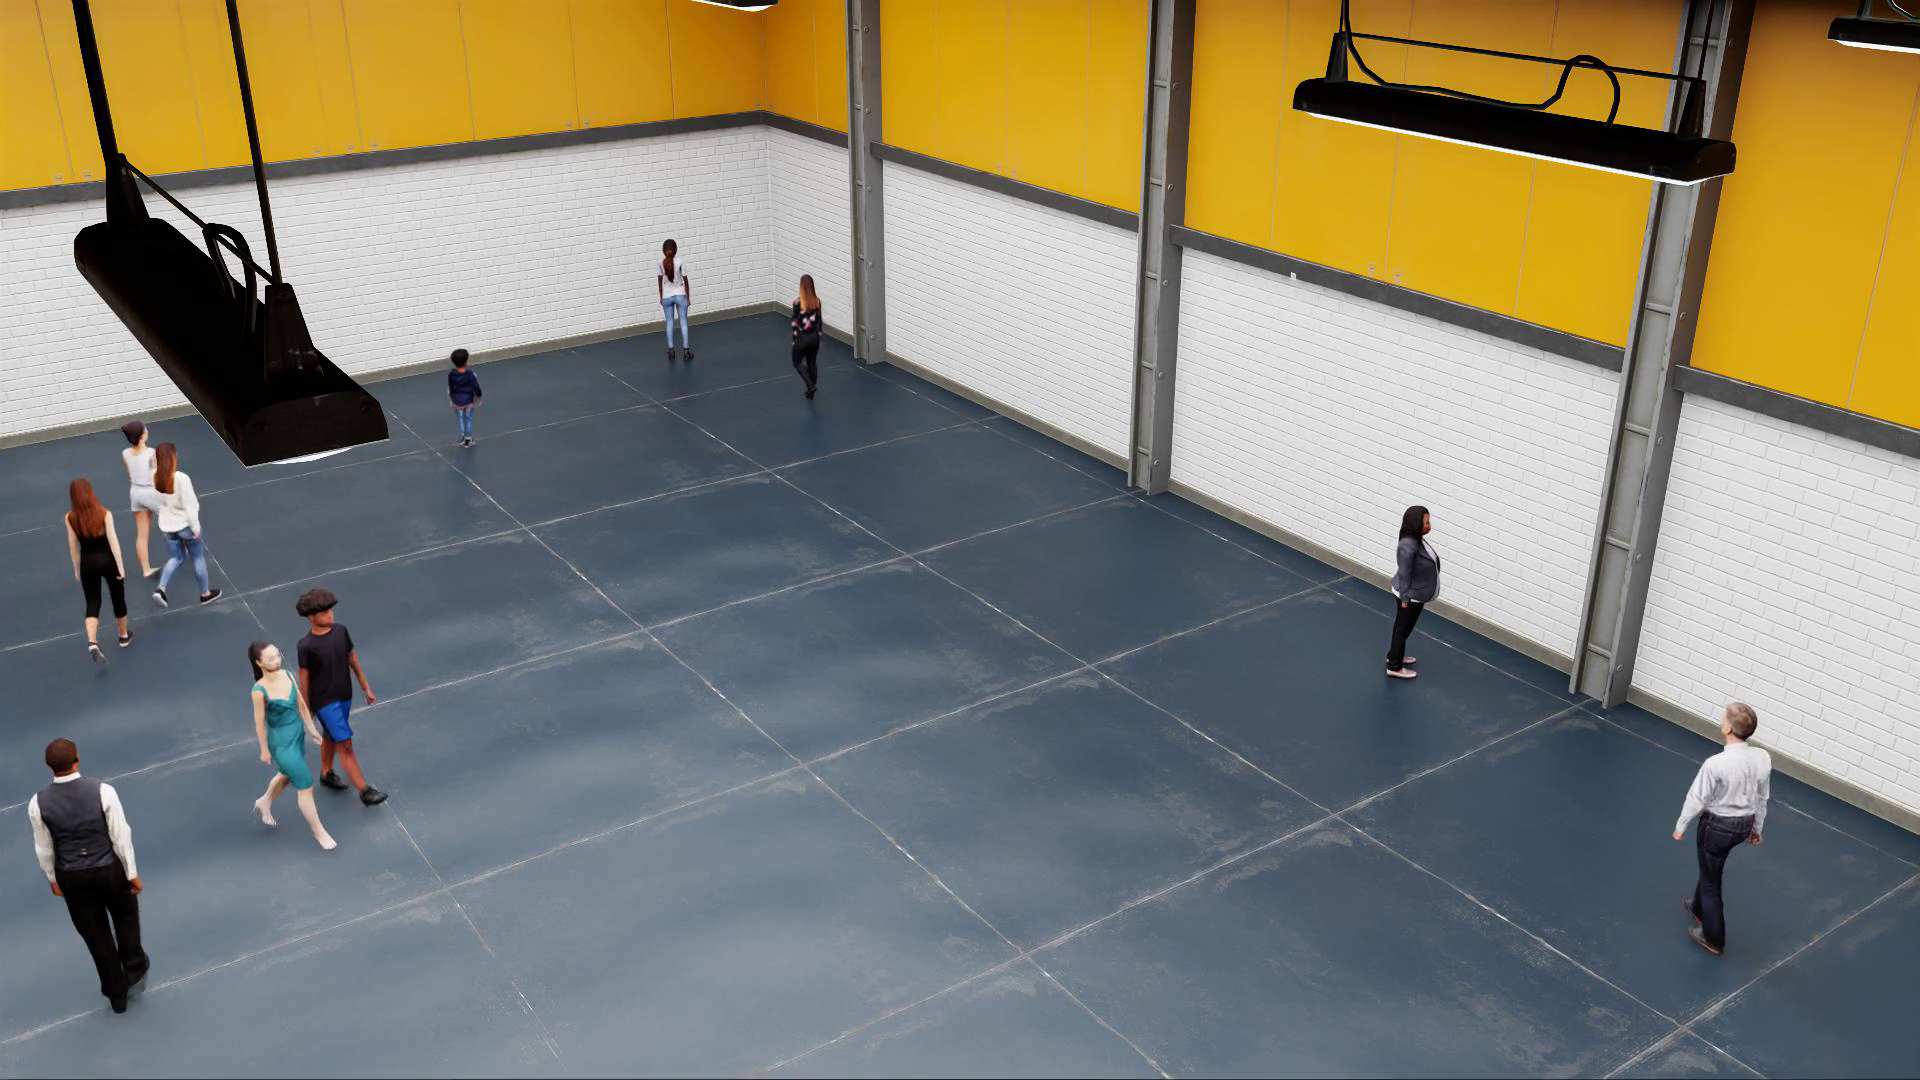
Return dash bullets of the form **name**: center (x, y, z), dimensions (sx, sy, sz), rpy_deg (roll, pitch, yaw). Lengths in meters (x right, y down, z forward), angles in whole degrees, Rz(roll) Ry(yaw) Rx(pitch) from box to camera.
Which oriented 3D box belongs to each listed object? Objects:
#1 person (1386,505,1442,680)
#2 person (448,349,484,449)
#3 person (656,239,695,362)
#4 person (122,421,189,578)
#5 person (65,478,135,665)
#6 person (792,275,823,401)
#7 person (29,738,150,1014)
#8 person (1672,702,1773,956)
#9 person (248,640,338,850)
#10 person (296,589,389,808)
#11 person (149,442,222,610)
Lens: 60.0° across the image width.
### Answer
- **person**: center (3.974, 0.443, 14.724), dimensions (0.842, 1.595, 0.794), rpy_deg (7, 25, 15)
- **person**: center (-6.017, -1.699, 20.104), dimensions (0.702, 1.212, 0.769), rpy_deg (0, 24, 0)
- **person**: center (-3.999, -3.373, 23.300), dimensions (0.671, 1.719, 0.705), rpy_deg (1, 24, 2)
- **person**: center (-8.163, -0.377, 16.636), dimensions (1.006, 1.567, 1.086), rpy_deg (3, 24, 7)
- **person**: center (-7.760, 0.290, 14.940), dimensions (0.850, 1.704, 1.128), rpy_deg (-5, 24, -11)
- **person**: center (-1.956, -2.598, 21.584), dimensions (0.602, 1.672, 0.692), rpy_deg (-14, 27, -29)
- **person**: center (-5.454, 2.149, 10.434), dimensions (0.813, 1.906, 0.853), rpy_deg (-8, 25, -18)
- **person**: center (5.115, 1.951, 11.017), dimensions (0.833, 1.802, 0.905), rpy_deg (-6, 24, -13)
- **person**: center (-5.016, 1.493, 12.255), dimensions (1.064, 1.648, 0.925), rpy_deg (7, 25, 16)
- **person**: center (-4.903, 1.190, 12.809), dimensions (1.136, 1.761, 0.918), rpy_deg (11, 26, 24)
- **person**: center (-7.499, -0.094, 15.851), dimensions (0.985, 1.676, 1.001), rpy_deg (8, 25, 19)
